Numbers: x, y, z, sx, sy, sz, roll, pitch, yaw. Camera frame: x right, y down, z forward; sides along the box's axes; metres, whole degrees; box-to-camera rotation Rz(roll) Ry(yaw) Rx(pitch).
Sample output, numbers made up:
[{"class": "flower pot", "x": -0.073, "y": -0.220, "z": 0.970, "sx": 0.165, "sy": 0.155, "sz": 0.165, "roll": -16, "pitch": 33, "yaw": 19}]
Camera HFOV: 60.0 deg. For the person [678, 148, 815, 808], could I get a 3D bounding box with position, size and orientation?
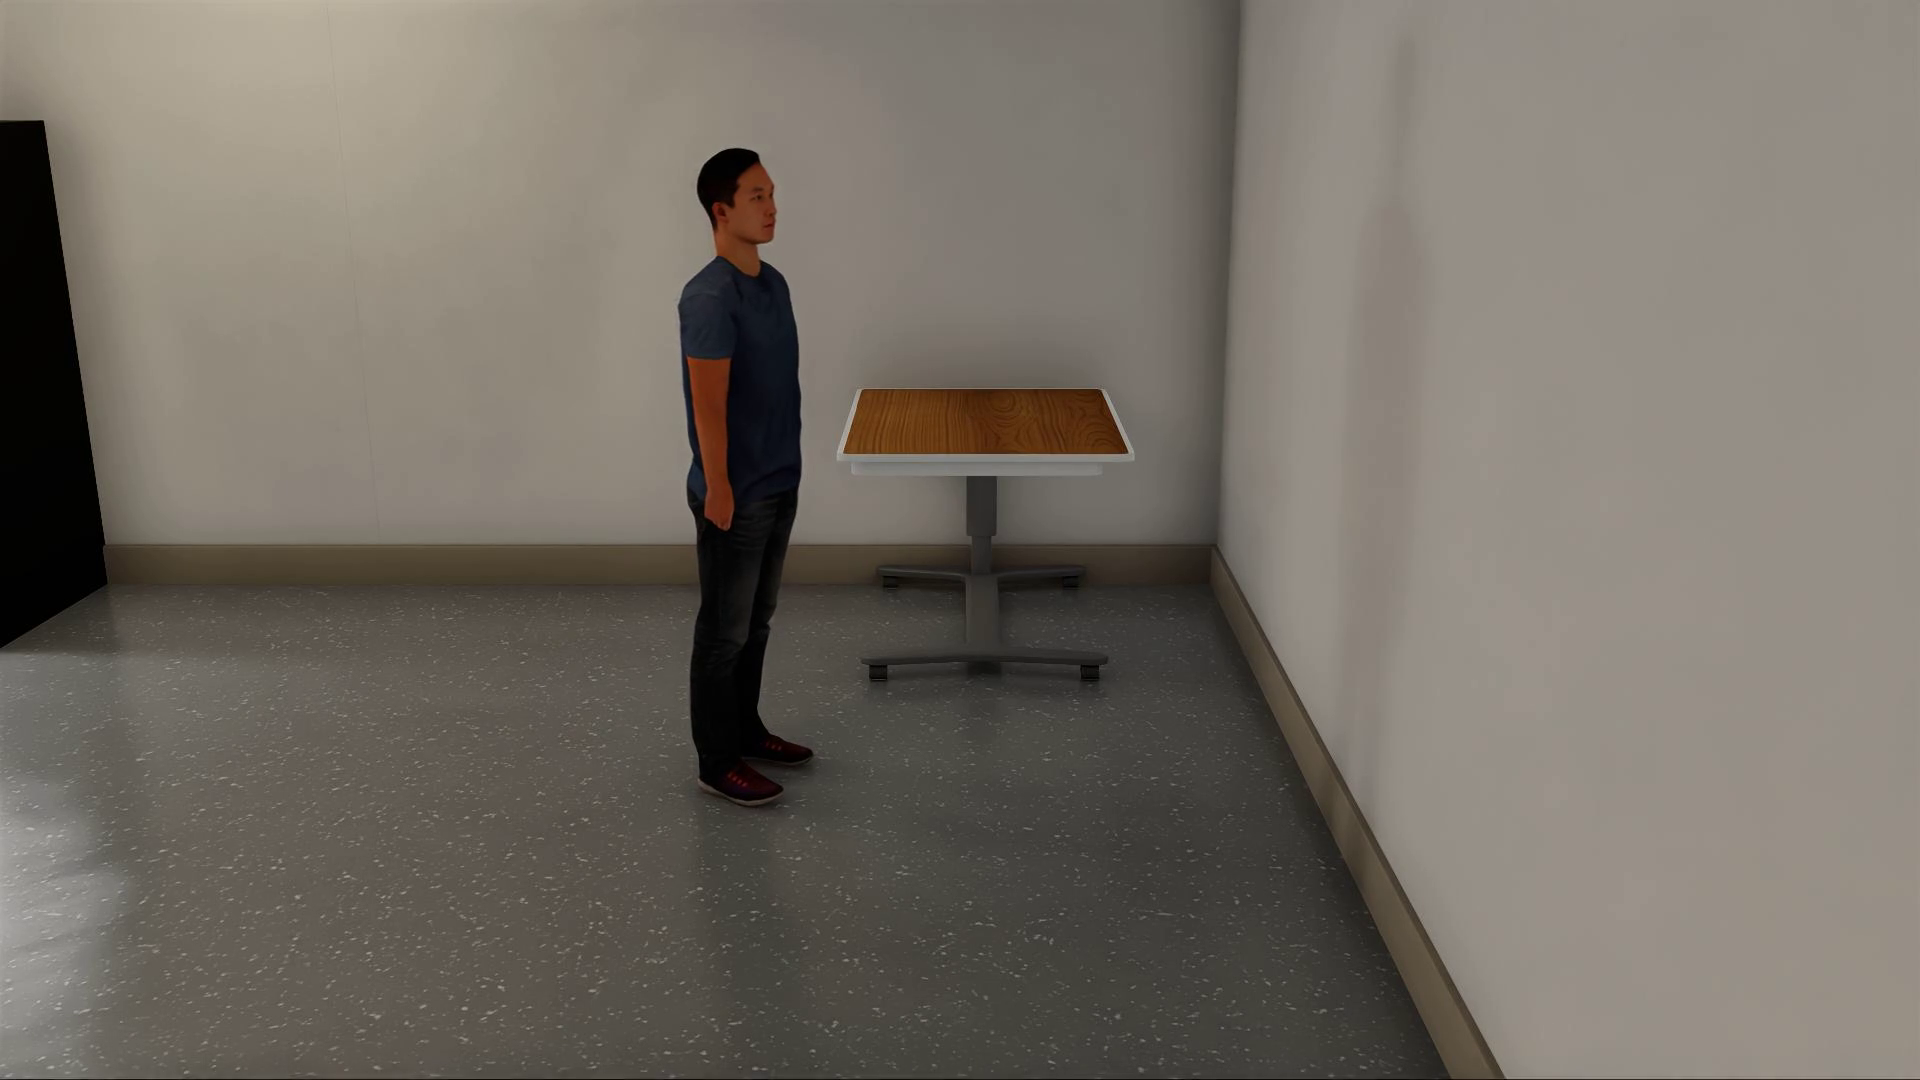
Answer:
[{"class": "person", "x": -0.617, "y": -0.177, "z": 4.684, "sx": 0.648, "sy": 1.810, "sz": 0.705, "roll": 5, "pitch": 16, "yaw": 16}]
